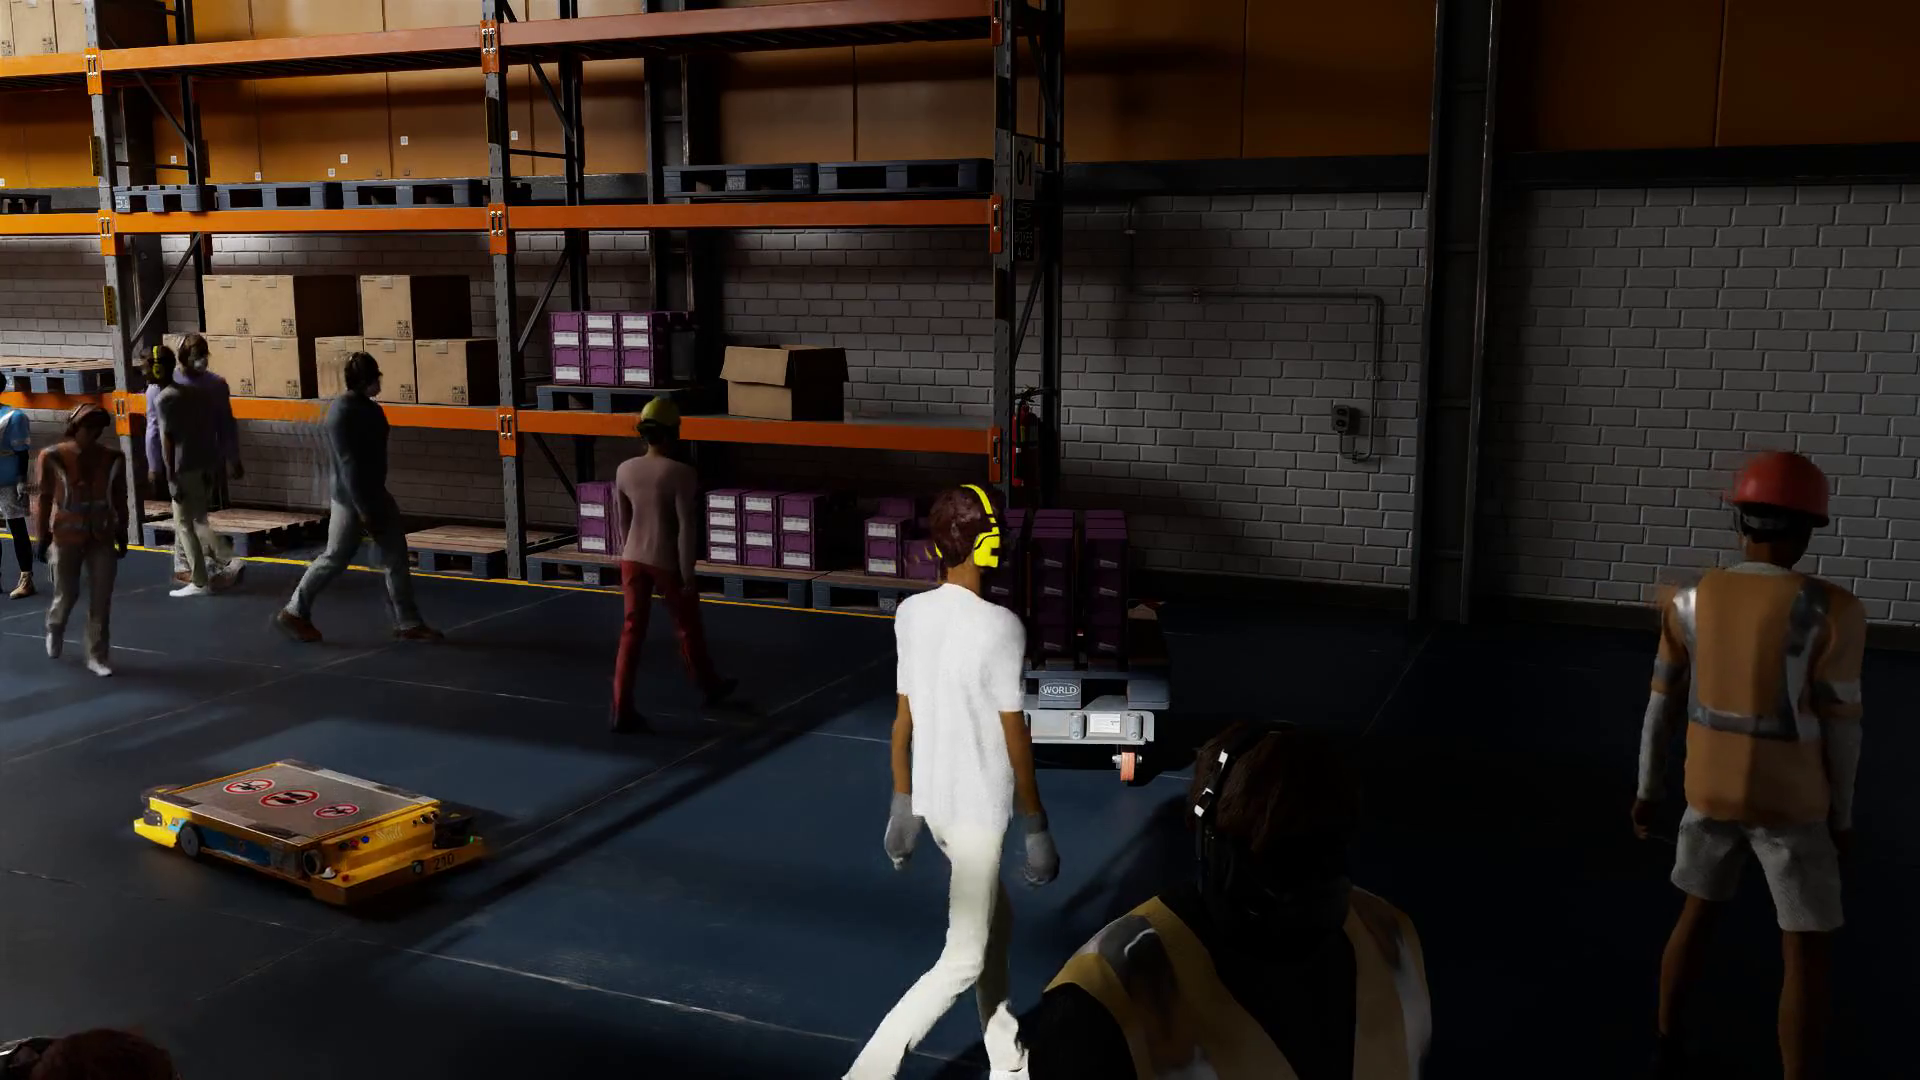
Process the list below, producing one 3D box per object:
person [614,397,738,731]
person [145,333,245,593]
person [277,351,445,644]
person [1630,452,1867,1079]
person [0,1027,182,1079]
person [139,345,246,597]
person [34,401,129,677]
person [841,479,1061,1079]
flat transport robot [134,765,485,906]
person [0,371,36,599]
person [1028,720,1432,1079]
[{"bbox_3d":[-1.559,0.105,8.813,0.535,1.718,0.879,4,10,22],"label":"person"},{"bbox_3d":[-5.559,-0.562,12.259,0.941,1.897,0.629,4,10,24],"label":"person"},{"bbox_3d":[-3.851,-0.257,10.504,1.028,1.896,0.617,1,10,9],"label":"person"},{"bbox_3d":[2.210,0.727,4.566,0.577,1.899,0.783,-7,12,-34],"label":"person"},{"bbox_3d":[-0.558,1.293,1.316,0.867,1.852,0.727,-3,10,-20],"label":"person"},{"bbox_3d":[-5.557,-0.487,11.999,0.525,1.839,0.548,0,9,-1],"label":"person"},{"bbox_3d":[-5.196,-0.016,9.820,0.520,1.616,0.544,9,13,43],"label":"person"},{"bbox_3d":[-0.036,0.756,4.565,0.892,1.843,0.517,-6,11,-34],"label":"person"},{"bbox_3d":[-2.683,1.161,6.811,1.431,0.197,0.652,6,11,34],"label":"flat transport robot"},{"bbox_3d":[-6.954,-0.419,12.004,0.535,1.700,0.318,1,10,7],"label":"person"},{"bbox_3d":[0.396,1.136,2.267,0.632,1.842,0.429,-6,11,-30],"label":"person"}]
